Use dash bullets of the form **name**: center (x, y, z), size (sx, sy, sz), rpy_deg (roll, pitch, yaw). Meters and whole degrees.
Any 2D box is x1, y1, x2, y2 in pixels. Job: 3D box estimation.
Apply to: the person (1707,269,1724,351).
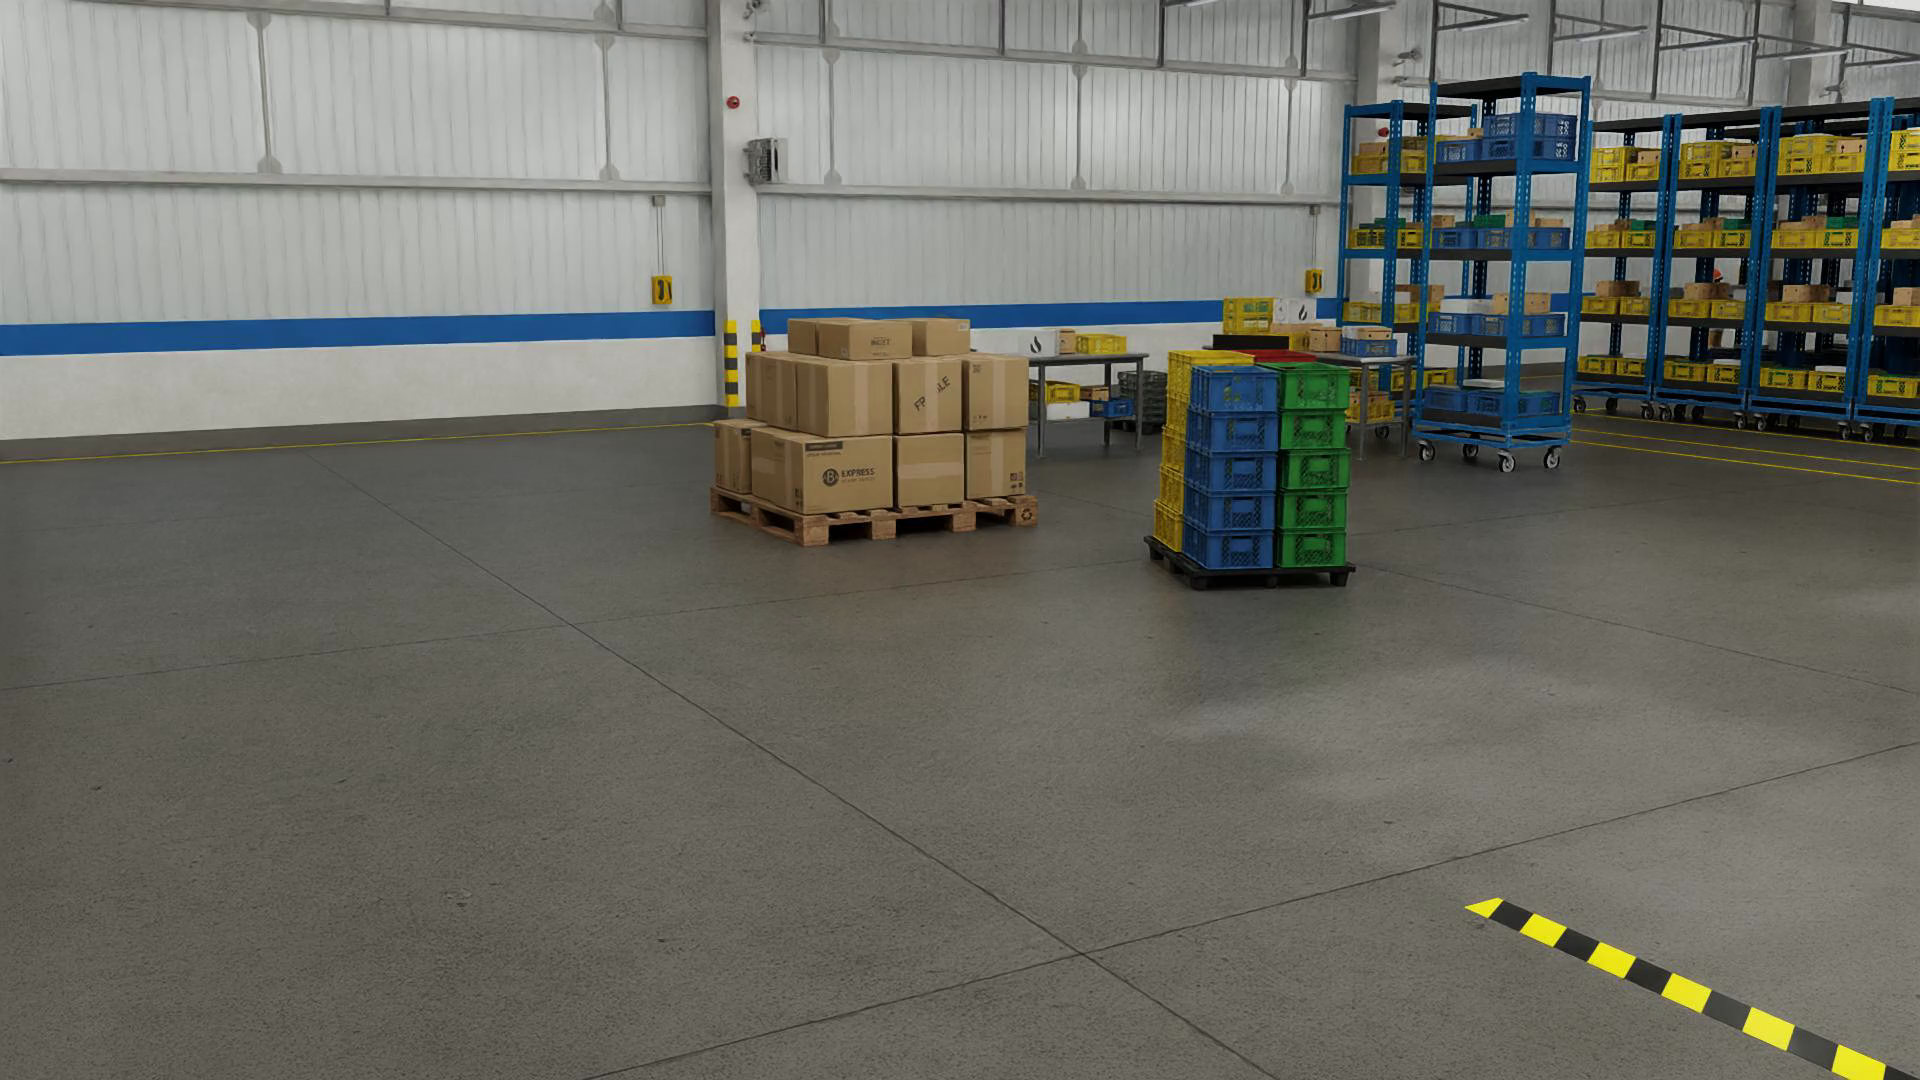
- **person**: center (11.314, -3.209, 25.075), size (0.563, 1.742, 0.359), rpy_deg (-9, 13, -40)
